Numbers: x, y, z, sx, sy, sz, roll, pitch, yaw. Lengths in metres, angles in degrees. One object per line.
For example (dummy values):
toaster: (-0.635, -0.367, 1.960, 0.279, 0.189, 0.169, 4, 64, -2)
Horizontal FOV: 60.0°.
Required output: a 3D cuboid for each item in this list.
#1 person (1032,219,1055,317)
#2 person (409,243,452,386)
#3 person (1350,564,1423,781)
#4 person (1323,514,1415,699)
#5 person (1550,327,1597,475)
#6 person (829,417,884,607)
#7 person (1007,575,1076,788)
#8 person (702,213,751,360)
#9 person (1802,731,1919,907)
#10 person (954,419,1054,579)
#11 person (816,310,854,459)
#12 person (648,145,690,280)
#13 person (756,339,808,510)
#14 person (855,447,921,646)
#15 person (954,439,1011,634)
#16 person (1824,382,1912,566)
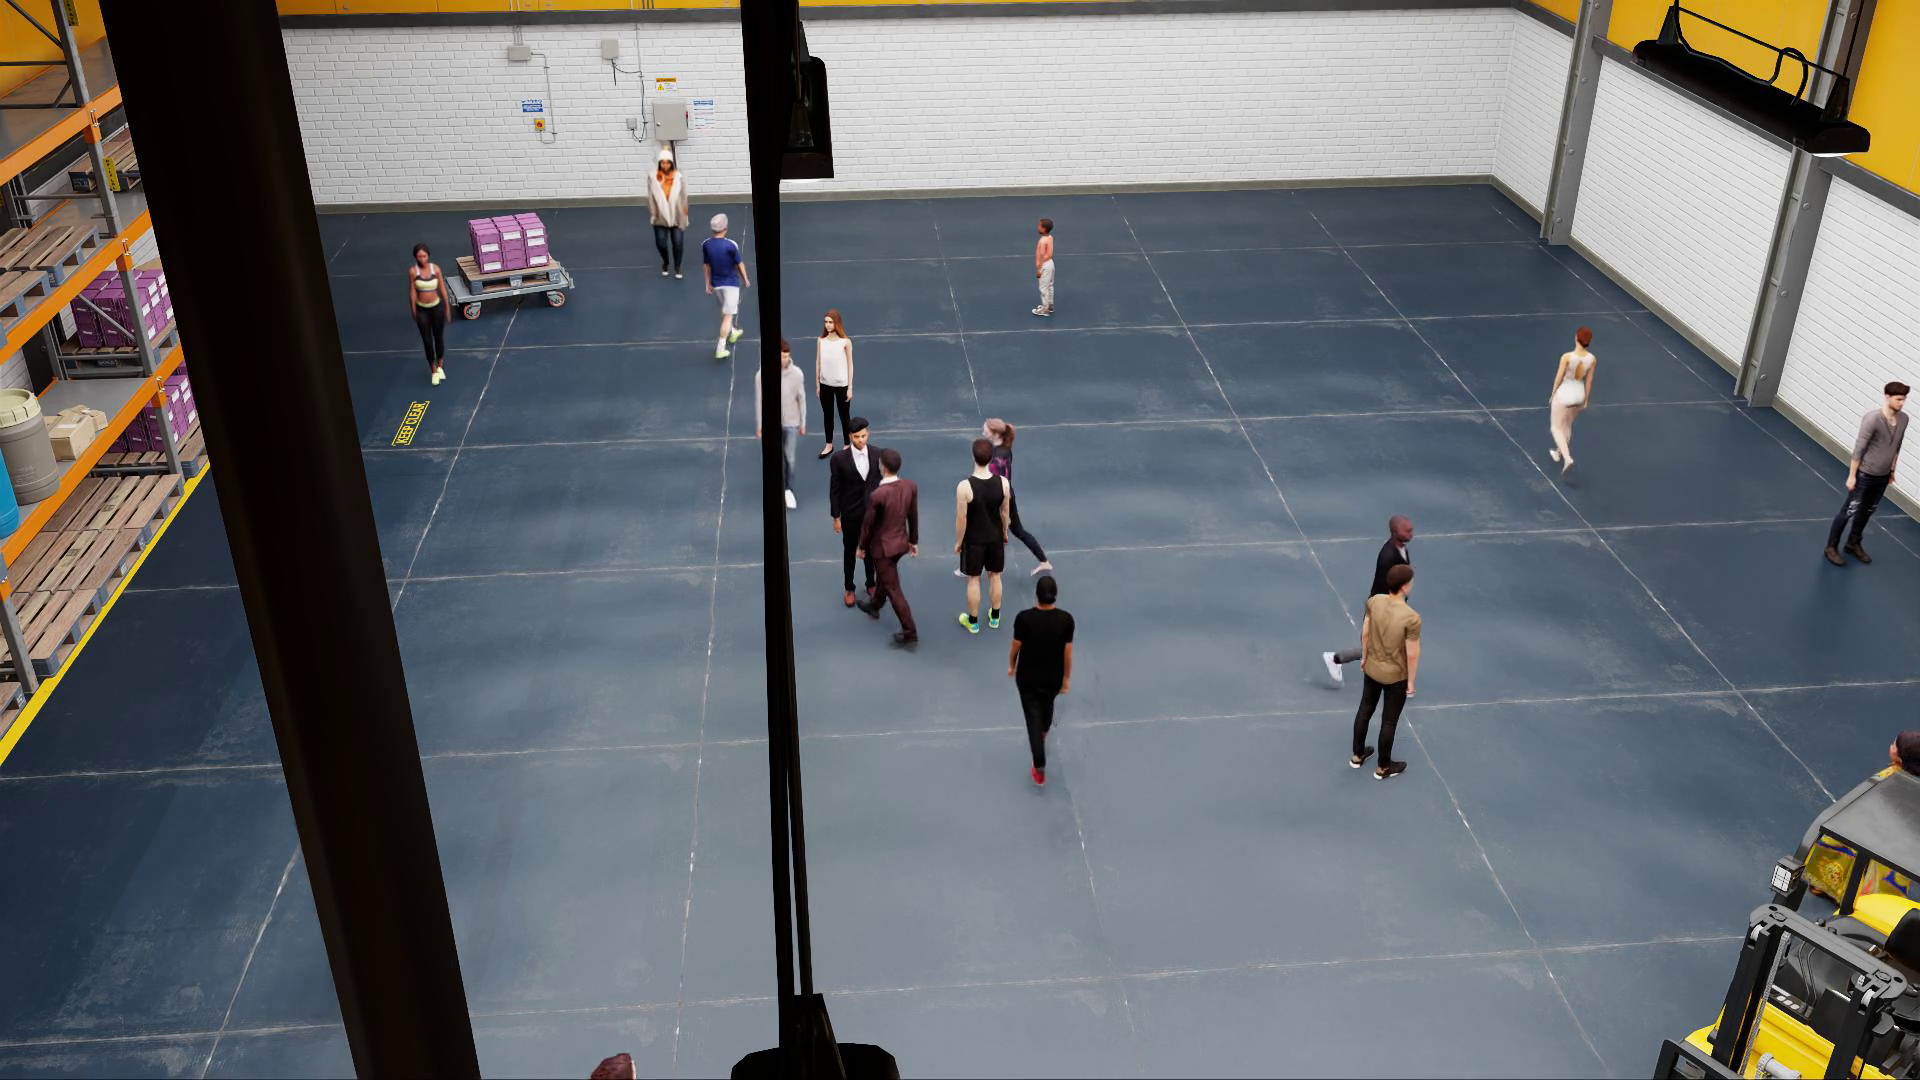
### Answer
person: (1.154, -3.660, 22.250, 0.610, 1.310, 0.526, 12, 31, 21)
person: (-6.446, -2.792, 20.211, 0.701, 1.739, 0.789, -11, 30, -19)
person: (3.357, 1.023, 13.103, 0.809, 1.849, 0.707, -22, 36, -35)
person: (3.521, 0.561, 14.065, 1.067, 1.739, 1.072, 14, 32, 24)
person: (6.598, -1.486, 17.937, 0.558, 1.624, 0.915, -3, 29, -5)
person: (-0.928, -0.288, 15.470, 0.744, 1.884, 0.639, -9, 30, -16)
person: (0.636, 1.124, 13.055, 0.657, 1.718, 1.107, -3, 29, -5)
person: (-2.957, -3.132, 20.782, 0.994, 1.789, 1.254, 10, 30, 18)
person: (6.472, 2.045, 11.445, 1.162, 1.642, 1.117, 20, 35, 33)
person: (0.473, -0.342, 15.754, 0.883, 1.705, 1.180, 5, 29, 9)
person: (-1.371, -1.706, 18.237, 0.642, 1.722, 0.627, 9, 30, 16)
person: (-4.109, -4.637, 23.443, 0.740, 1.882, 0.714, -6, 29, -11)
person: (-1.864, -1.250, 17.280, 0.726, 1.839, 0.889, -5, 29, -9)
person: (-0.584, 0.097, 14.827, 1.244, 1.822, 1.153, 25, 37, 37)
person: (0.206, -0.033, 14.994, 0.730, 1.892, 0.674, -9, 30, -16)
person: (8.837, -0.666, 16.145, 0.724, 1.901, 0.618, -8, 30, -14)
